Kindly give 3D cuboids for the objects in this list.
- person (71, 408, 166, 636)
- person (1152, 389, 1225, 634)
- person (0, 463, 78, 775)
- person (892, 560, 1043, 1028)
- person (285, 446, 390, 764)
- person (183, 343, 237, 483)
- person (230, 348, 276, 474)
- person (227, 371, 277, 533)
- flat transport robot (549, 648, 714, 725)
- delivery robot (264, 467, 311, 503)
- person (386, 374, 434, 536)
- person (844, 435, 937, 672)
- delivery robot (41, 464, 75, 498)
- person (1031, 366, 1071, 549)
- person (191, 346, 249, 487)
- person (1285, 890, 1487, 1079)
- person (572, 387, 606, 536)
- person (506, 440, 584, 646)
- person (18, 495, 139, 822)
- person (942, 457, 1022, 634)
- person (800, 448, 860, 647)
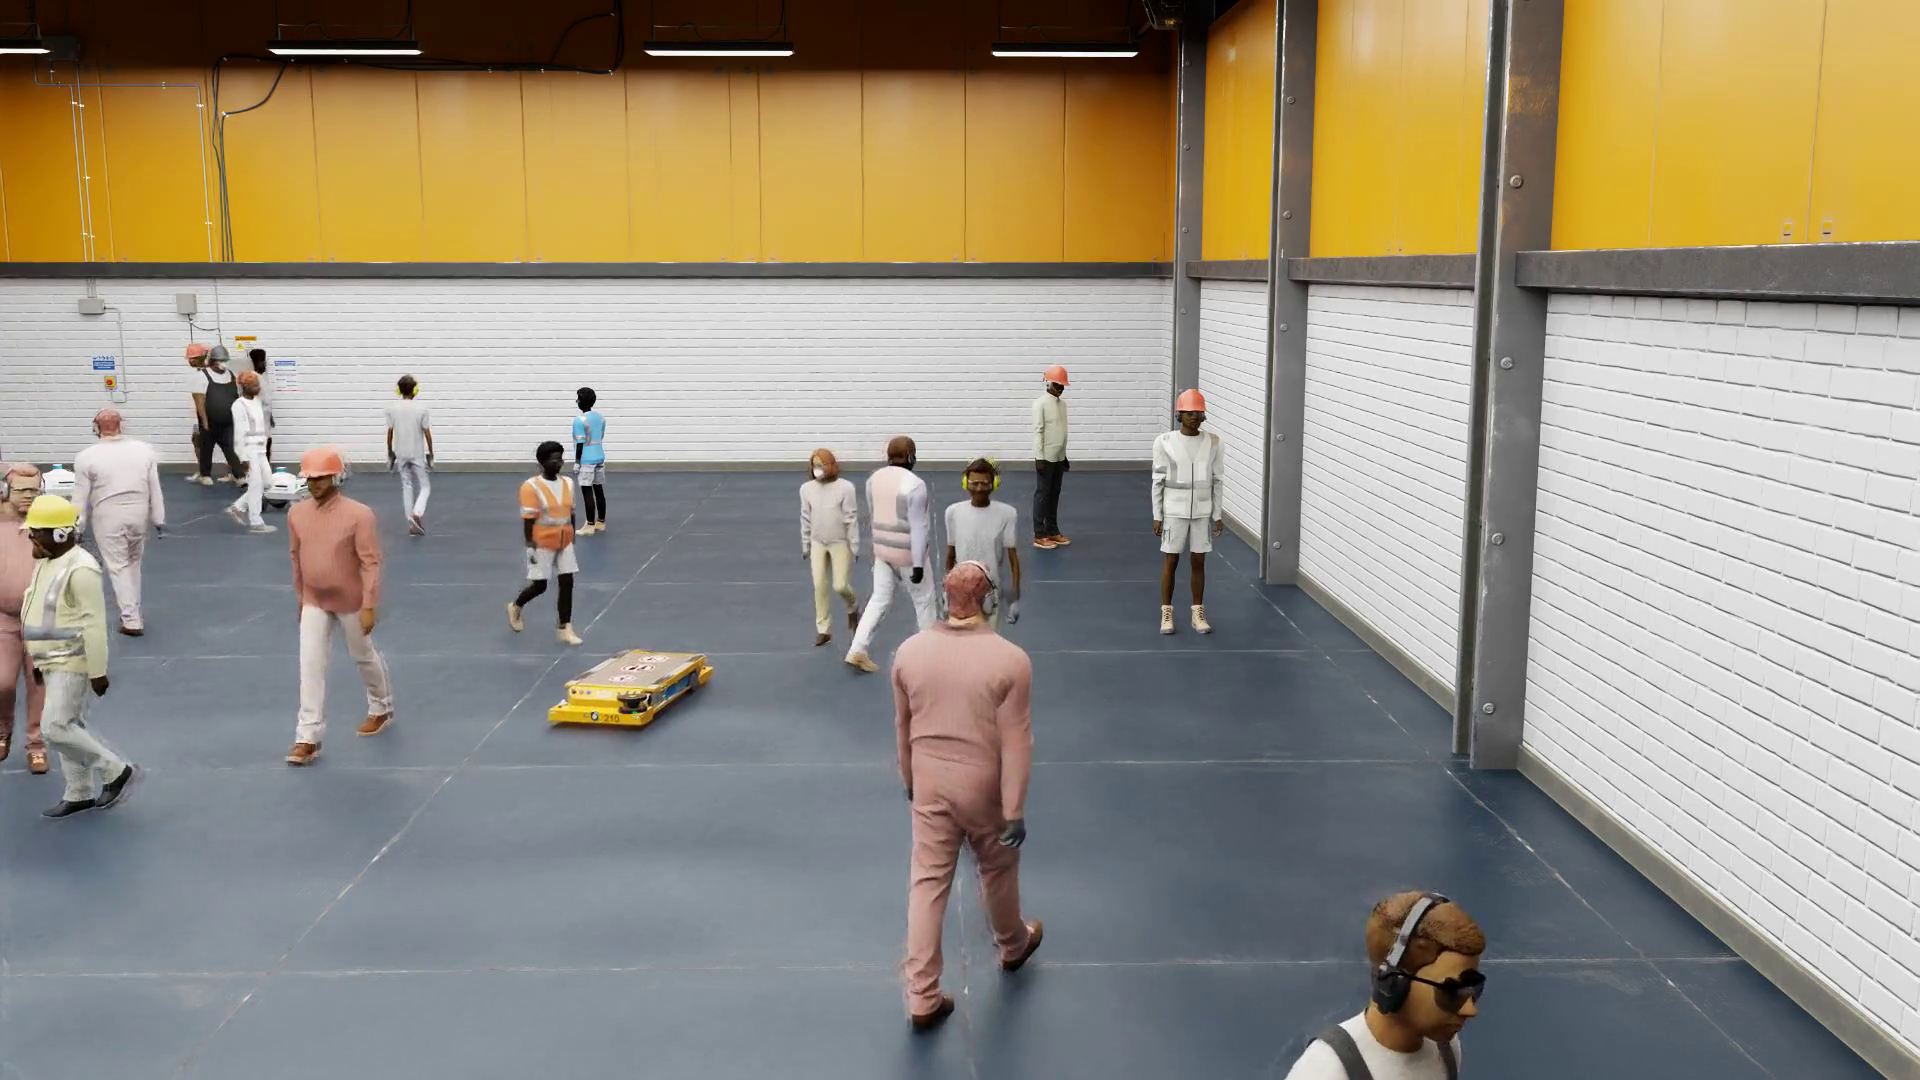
[{"bbox_3d":[-7.074,-0.159,13.872,0.826,1.877,0.681,8,12,39],"label":"person"},{"bbox_3d":[1.898,-0.233,13.830,0.611,2.048,0.364,-1,9,-6],"label":"person"},{"bbox_3d":[-5.645,0.468,10.026,0.672,1.883,0.464,-6,11,-34],"label":"person"},{"bbox_3d":[0.039,1.000,6.868,0.664,1.847,1.010,4,10,25],"label":"person"},{"bbox_3d":[-3.928,0.369,10.478,0.635,1.944,1.019,1,9,8],"label":"person"},{"bbox_3d":[-10.633,-1.774,23.443,0.871,1.989,0.627,-7,12,-38],"label":"person"},{"bbox_3d":[-9.927,-1.743,23.423,0.601,1.937,0.641,-1,9,-7],"label":"person"},{"bbox_3d":[-8.172,-1.002,19.095,0.493,1.867,0.603,0,9,1],"label":"person"},{"bbox_3d":[-2.274,1.009,11.653,0.652,0.197,1.431,2,9,11],"label":"flat transport robot"},{"bbox_3d":[-8.476,-0.669,20.780,0.707,0.478,0.477,3,10,15],"label":"delivery robot"},{"bbox_3d":[-6.211,-0.942,18.768,0.549,1.858,0.589,0,9,-3],"label":"person"},{"bbox_3d":[-0.481,0.111,12.523,0.627,1.807,0.914,9,13,43],"label":"person"},{"bbox_3d":[-11.420,-0.717,21.080,0.707,0.478,0.477,-3,10,-16],"label":"delivery robot"},{"bbox_3d":[1.009,-0.910,18.169,0.389,1.986,0.608,6,11,32],"label":"person"},{"bbox_3d":[-10.324,-1.749,23.149,1.056,2.000,0.691,9,13,43],"label":"person"},{"bbox_3d":[0.822,1.584,3.370,0.550,1.824,0.413,-8,12,-41],"label":"person"},{"bbox_3d":[-4.231,-0.893,18.955,0.318,1.697,0.533,3,10,19],"label":"person"},{"bbox_3d":[-3.368,0.019,13.443,0.641,1.678,0.537,7,12,38],"label":"person"},{"bbox_3d":[-4.904,0.649,9.118,0.429,1.815,0.601,-8,13,-42],"label":"person"},{"bbox_3d":[0.148,0.341,11.056,0.537,1.819,0.975,1,9,4],"label":"person"},{"bbox_3d":[-1.020,0.043,13.453,0.525,1.613,0.491,4,10,21],"label":"person"}]
